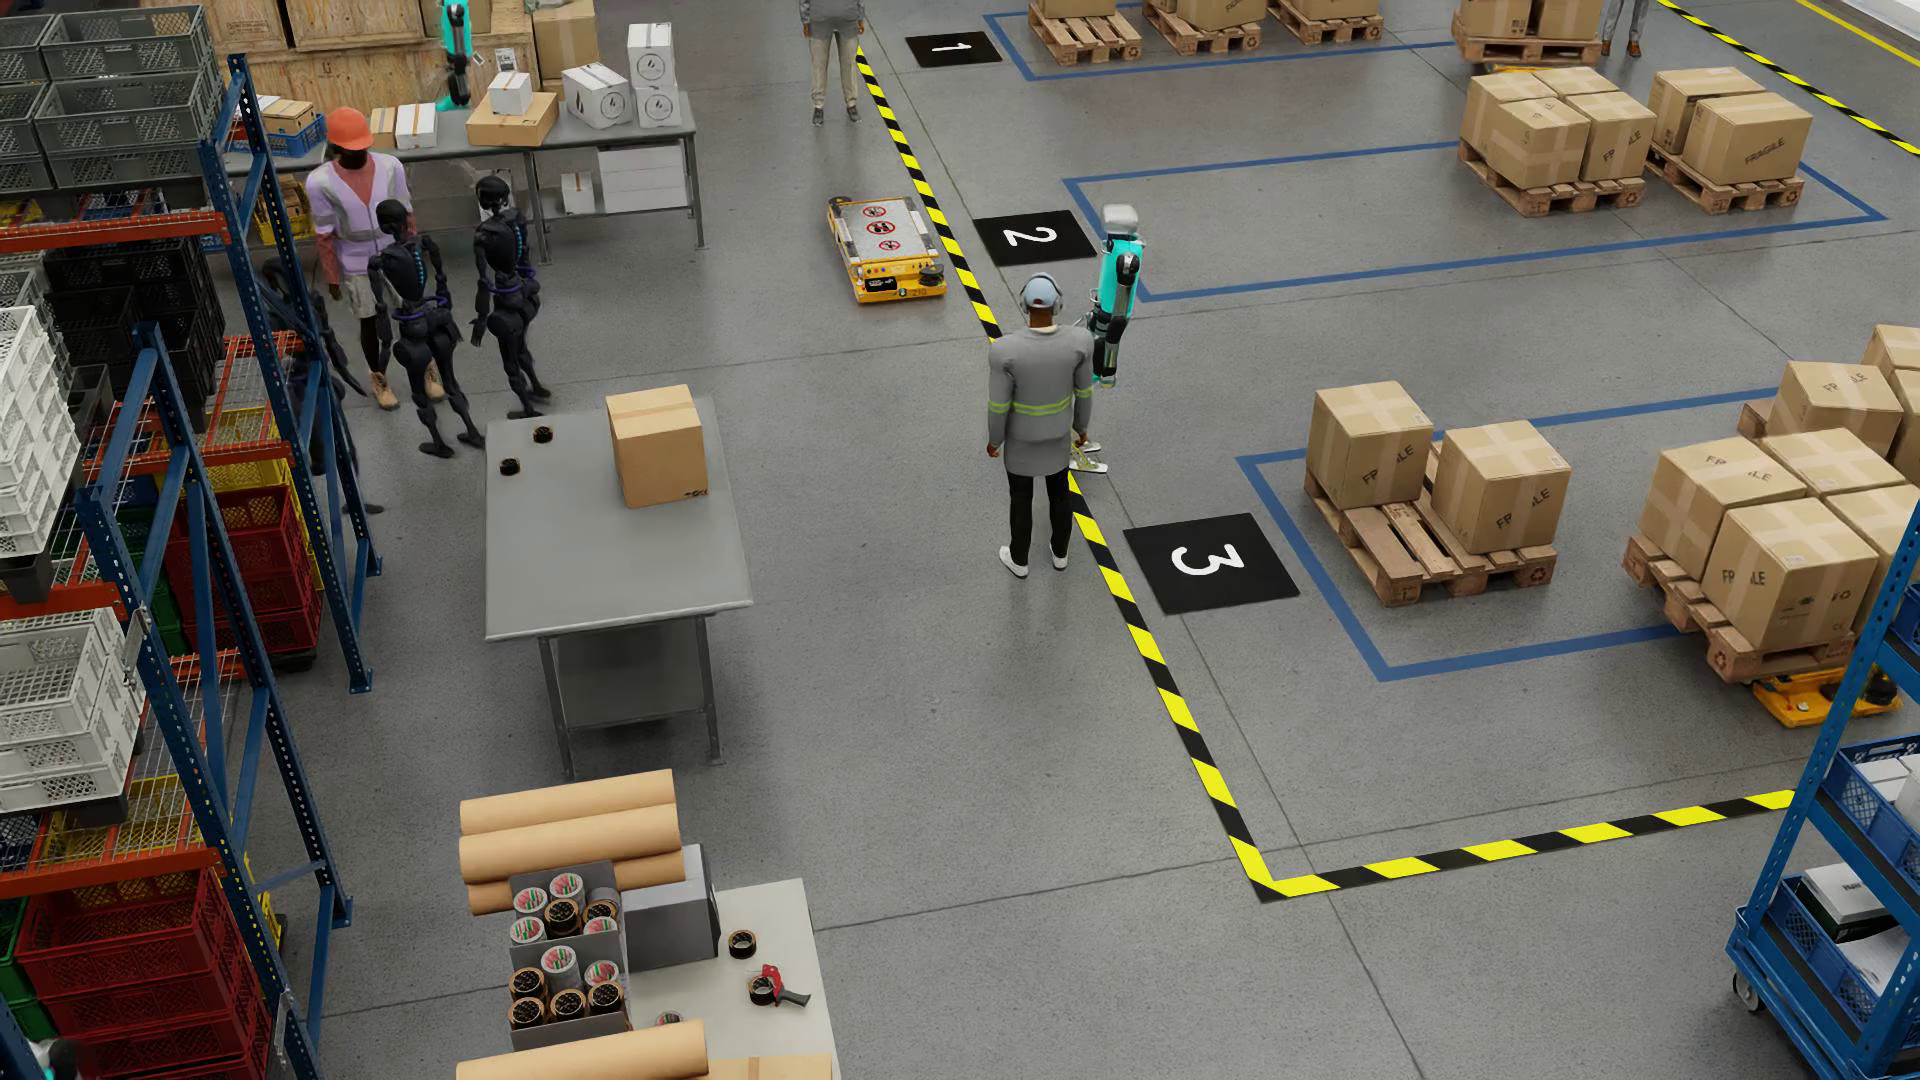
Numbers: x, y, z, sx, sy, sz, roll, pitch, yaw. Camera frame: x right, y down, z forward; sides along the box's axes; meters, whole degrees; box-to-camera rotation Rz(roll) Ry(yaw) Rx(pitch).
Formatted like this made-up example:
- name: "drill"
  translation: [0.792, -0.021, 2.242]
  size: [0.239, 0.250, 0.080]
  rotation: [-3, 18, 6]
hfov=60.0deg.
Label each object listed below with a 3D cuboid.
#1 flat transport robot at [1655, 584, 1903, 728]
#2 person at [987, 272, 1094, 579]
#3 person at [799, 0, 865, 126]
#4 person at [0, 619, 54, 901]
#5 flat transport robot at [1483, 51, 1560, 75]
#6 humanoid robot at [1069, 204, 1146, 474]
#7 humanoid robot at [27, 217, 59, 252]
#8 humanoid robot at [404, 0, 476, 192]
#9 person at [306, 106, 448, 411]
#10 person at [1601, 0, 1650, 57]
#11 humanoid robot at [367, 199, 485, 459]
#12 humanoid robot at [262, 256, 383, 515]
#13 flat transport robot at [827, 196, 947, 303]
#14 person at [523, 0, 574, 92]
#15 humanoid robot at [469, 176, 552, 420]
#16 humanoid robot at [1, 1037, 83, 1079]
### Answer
- name: "flat transport robot"
  translation: [4.336, 0.428, 8.955]
  size: [0.652, 0.197, 1.431]
  rotation: [-8, 37, -10]
- name: "person"
  translation: [0.421, -0.619, 9.059]
  size: [0.596, 1.849, 0.385]
  rotation: [-9, 38, -12]
- name: "person"
  translation: [-1.091, -4.453, 14.281]
  size: [0.572, 1.767, 0.402]
  rotation: [-7, 37, -9]
- name: "person"
  translation: [-4.198, 0.822, 7.143]
  size: [0.622, 1.835, 0.431]
  rotation: [-22, 42, -27]
- name: "flat transport robot"
  translation: [5.249, -4.481, 15.553]
  size: [0.652, 0.197, 1.431]
  rotation: [3, 37, 3]
- name: "humanoid robot"
  translation: [0.682, -1.171, 9.787]
  size: [0.735, 1.674, 0.533]
  rotation: [-1, 37, -1]
- name: "humanoid robot"
  translation: [-5.160, -1.184, 9.976]
  size: [0.468, 1.635, 0.586]
  rotation: [-29, 46, -33]
- name: "humanoid robot"
  translation: [-4.223, -3.553, 13.127]
  size: [0.922, 1.788, 0.554]
  rotation: [-10, 38, -13]
- name: "person"
  translation: [-3.665, -1.744, 10.424]
  size: [0.627, 2.032, 0.404]
  rotation: [-21, 41, -25]
- name: "person"
  translation: [6.405, -5.467, 15.556]
  size: [0.585, 1.877, 0.391]
  rotation: [7, 37, 10]
- name: "humanoid robot"
  translation: [-3.245, -1.252, 10.068]
  size: [0.458, 1.635, 0.606]
  rotation: [19, 41, 24]
- name: "humanoid robot"
  translation: [-3.752, -0.868, 9.565]
  size: [0.562, 1.640, 0.592]
  rotation: [11, 38, 14]
- name: "flat transport robot"
  translation: [-0.570, -2.220, 12.538]
  size: [0.659, 0.231, 1.431]
  rotation: [-8, 37, -10]
- name: "person"
  translation: [-3.463, -4.521, 14.235]
  size: [0.412, 1.939, 0.602]
  rotation: [22, 42, 27]
- name: "humanoid robot"
  translation: [-2.821, -1.479, 10.358]
  size: [0.334, 1.656, 0.597]
  rotation: [11, 38, 15]
- name: "humanoid robot"
  translation: [-2.500, 2.267, 5.313]
  size: [0.906, 1.808, 0.550]
  rotation: [4, 37, 5]
